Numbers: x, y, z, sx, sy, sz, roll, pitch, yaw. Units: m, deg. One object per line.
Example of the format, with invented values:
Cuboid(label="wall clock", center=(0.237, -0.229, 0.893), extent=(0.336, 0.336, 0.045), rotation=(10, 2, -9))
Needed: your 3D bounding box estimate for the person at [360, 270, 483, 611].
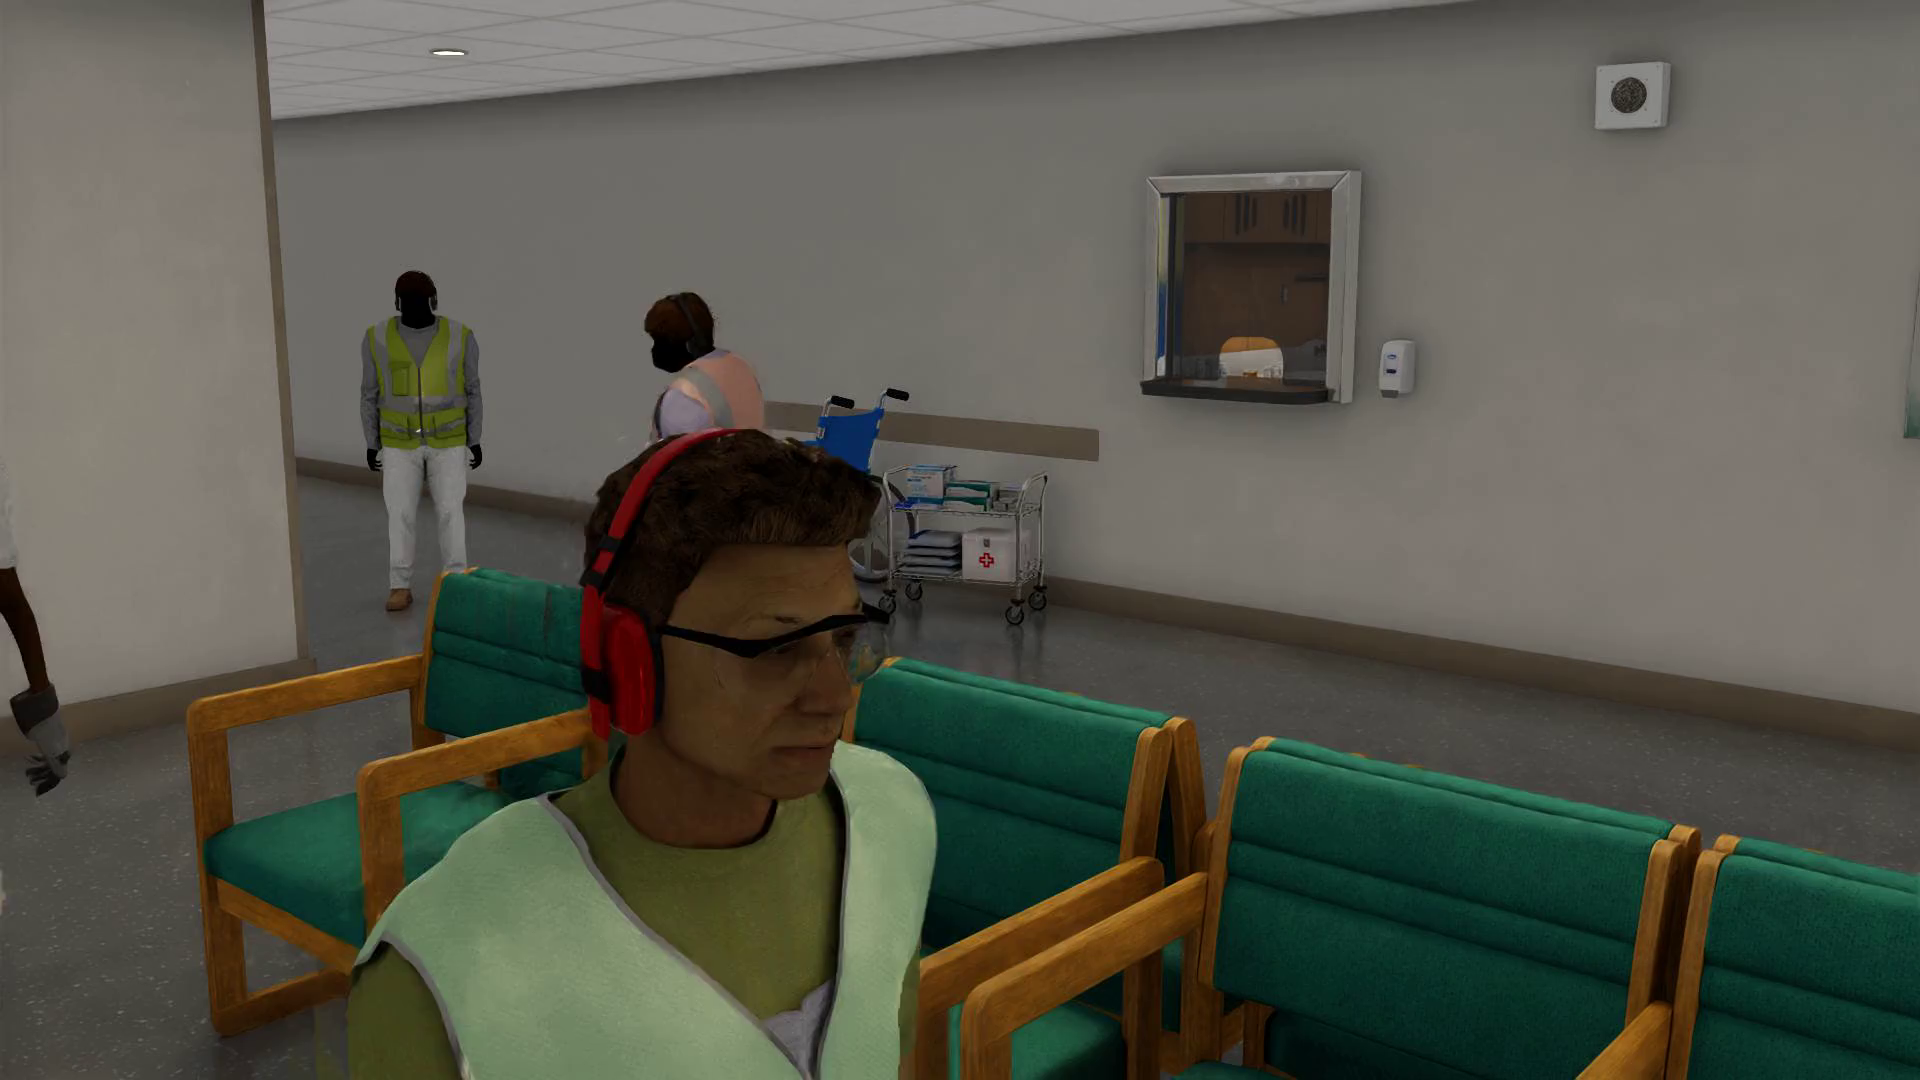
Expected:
Cuboid(label="person", center=(-2.910, -0.533, 9.023), extent=(0.633, 1.839, 0.429), rotation=(-3, 10, -15))

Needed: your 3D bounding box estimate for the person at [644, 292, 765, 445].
Cuboid(label="person", center=(-0.878, 0.001, 6.113), extent=(0.496, 1.807, 0.686), rotation=(3, 10, 18))

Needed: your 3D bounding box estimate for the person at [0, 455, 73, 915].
Cuboid(label="person", center=(-2.282, 0.418, 3.587), extent=(0.659, 1.842, 0.435), rotation=(-6, 12, -32))

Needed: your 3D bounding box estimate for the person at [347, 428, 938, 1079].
Cuboid(label="person", center=(-0.252, 0.806, 1.422), extent=(0.452, 1.829, 0.574), rotation=(6, 12, 33))
